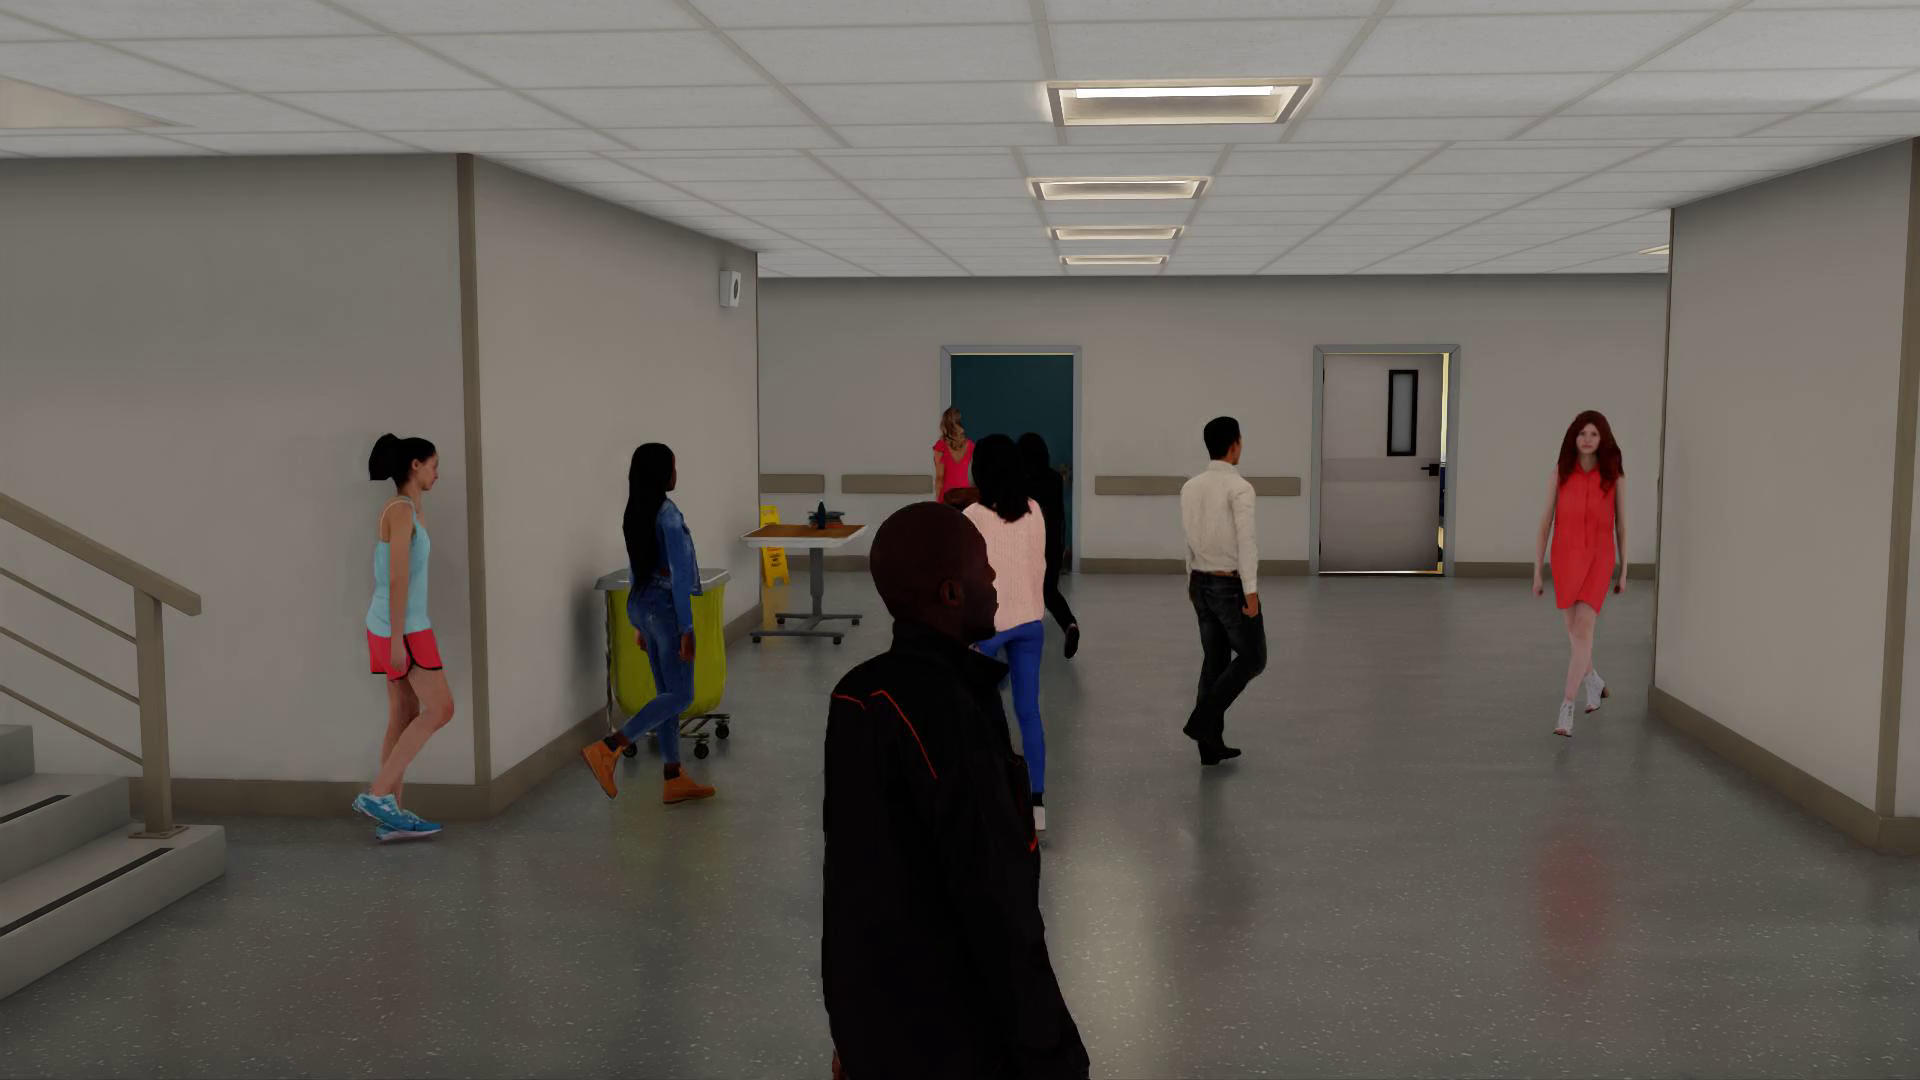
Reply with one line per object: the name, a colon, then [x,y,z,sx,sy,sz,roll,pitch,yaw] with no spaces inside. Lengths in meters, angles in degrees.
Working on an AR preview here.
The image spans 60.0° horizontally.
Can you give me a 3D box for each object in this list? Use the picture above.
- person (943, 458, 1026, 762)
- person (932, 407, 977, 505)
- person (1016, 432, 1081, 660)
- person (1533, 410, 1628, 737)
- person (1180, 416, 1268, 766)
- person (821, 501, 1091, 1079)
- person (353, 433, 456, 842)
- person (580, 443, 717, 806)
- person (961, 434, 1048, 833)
person: [0.072,0.383,8.352,1.033,1.621,0.930,-4,7,-32]
person: [-0.045,-0.352,15.131,0.625,1.727,0.720,-3,6,-25]
person: [0.567,0.068,11.619,1.061,1.594,1.045,-3,7,-30]
person: [3.535,0.199,9.398,1.170,1.777,1.021,4,7,31]
person: [1.274,0.281,8.490,0.896,1.795,0.843,-4,7,-34]
person: [-0.149,0.847,2.787,1.028,1.811,0.913,-2,6,-20]
person: [-2.501,0.429,7.208,0.795,1.760,0.777,-1,6,-12]
person: [-1.460,0.414,7.670,1.031,1.696,0.944,-4,7,-34]
person: [0.235,0.442,7.328,1.221,1.708,1.045,-2,6,-20]
